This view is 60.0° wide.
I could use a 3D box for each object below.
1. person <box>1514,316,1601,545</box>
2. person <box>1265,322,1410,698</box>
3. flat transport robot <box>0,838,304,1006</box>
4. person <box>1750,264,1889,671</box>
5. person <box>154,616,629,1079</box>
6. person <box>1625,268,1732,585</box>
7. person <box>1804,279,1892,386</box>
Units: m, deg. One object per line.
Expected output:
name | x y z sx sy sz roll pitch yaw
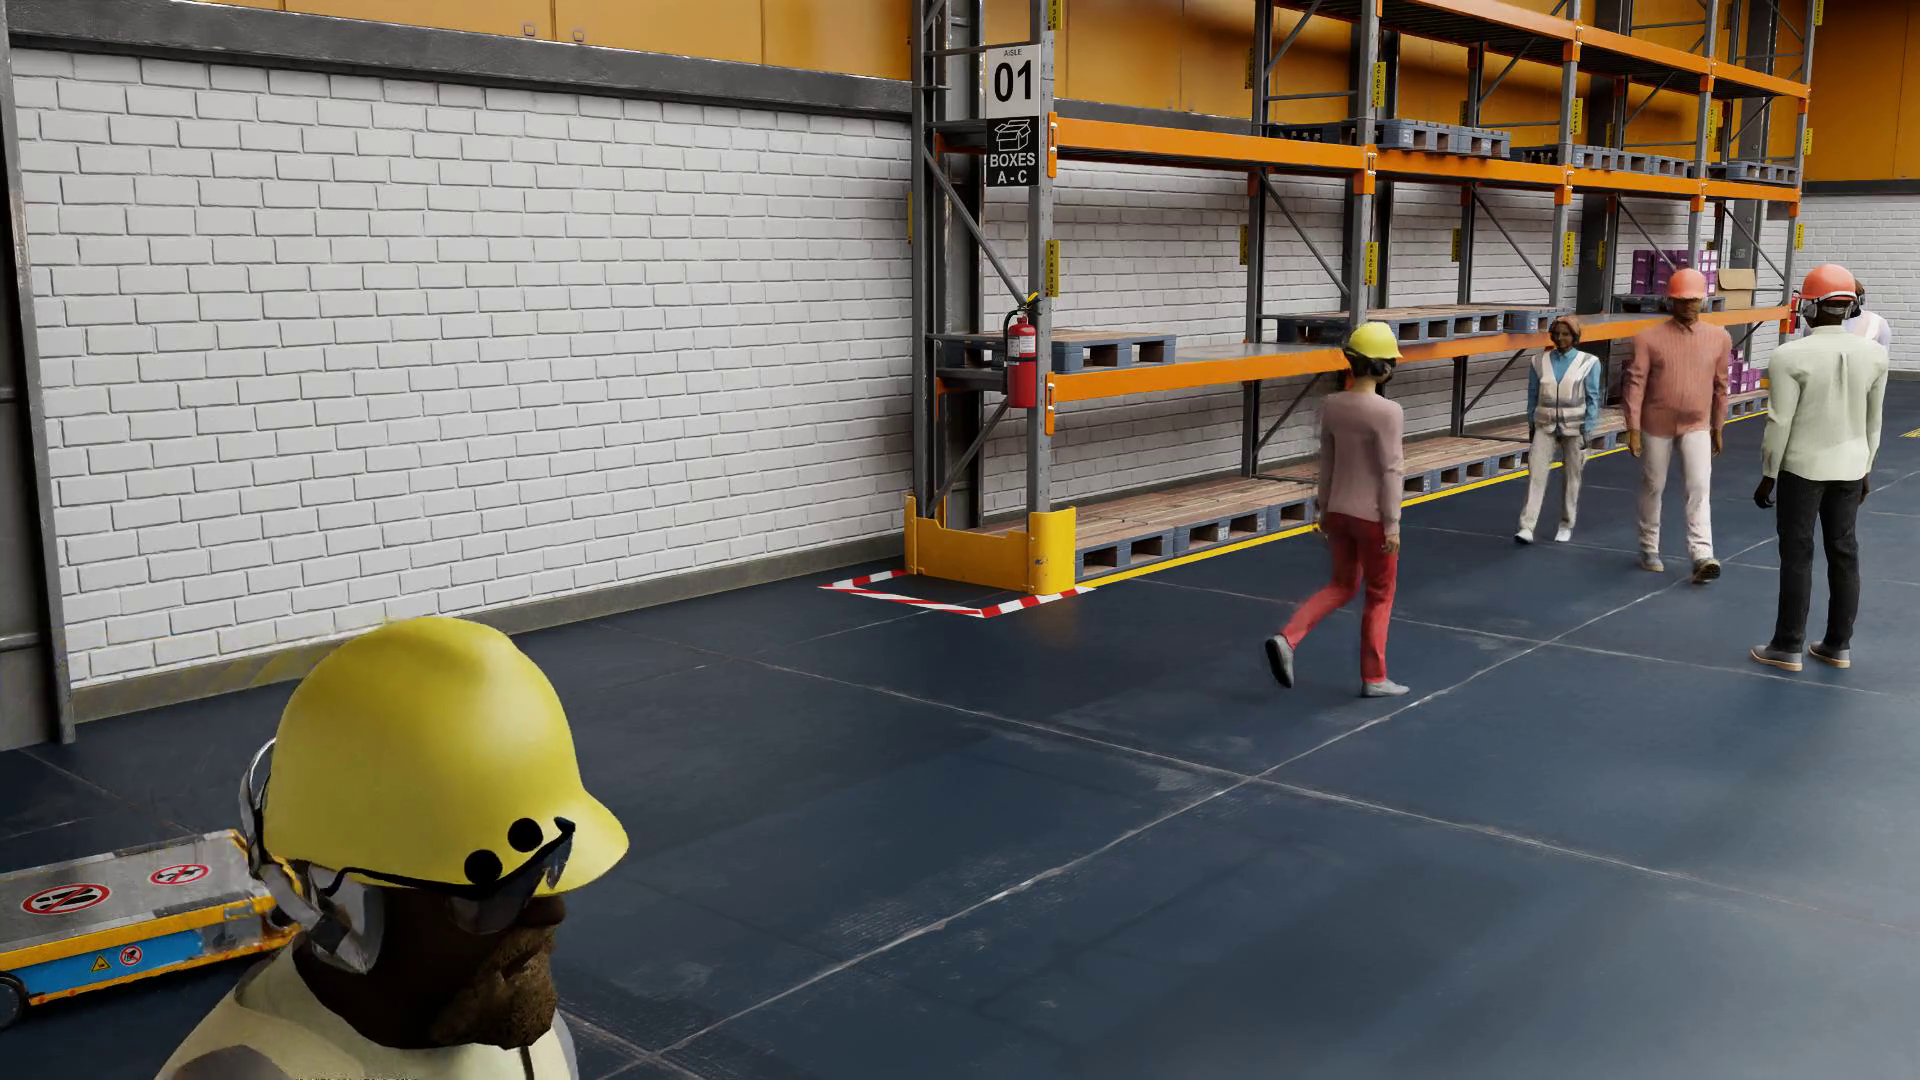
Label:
person | 4.141 -0.740 11.535 0.518 1.598 0.825 7 12 35
person | 1.770 -0.114 7.571 0.641 1.749 0.529 -4 11 -23
flat transport robot | -2.488 1.106 4.817 1.431 0.197 0.652 -7 12 -36
person | 4.214 -0.349 8.193 0.613 1.995 0.390 -1 10 -7
person | -0.575 0.933 1.472 0.750 1.799 0.621 1 10 8
person | 4.479 -0.701 10.354 0.634 1.937 1.022 2 10 12
person | 6.902 -1.123 13.044 0.624 1.845 0.430 6 12 32
